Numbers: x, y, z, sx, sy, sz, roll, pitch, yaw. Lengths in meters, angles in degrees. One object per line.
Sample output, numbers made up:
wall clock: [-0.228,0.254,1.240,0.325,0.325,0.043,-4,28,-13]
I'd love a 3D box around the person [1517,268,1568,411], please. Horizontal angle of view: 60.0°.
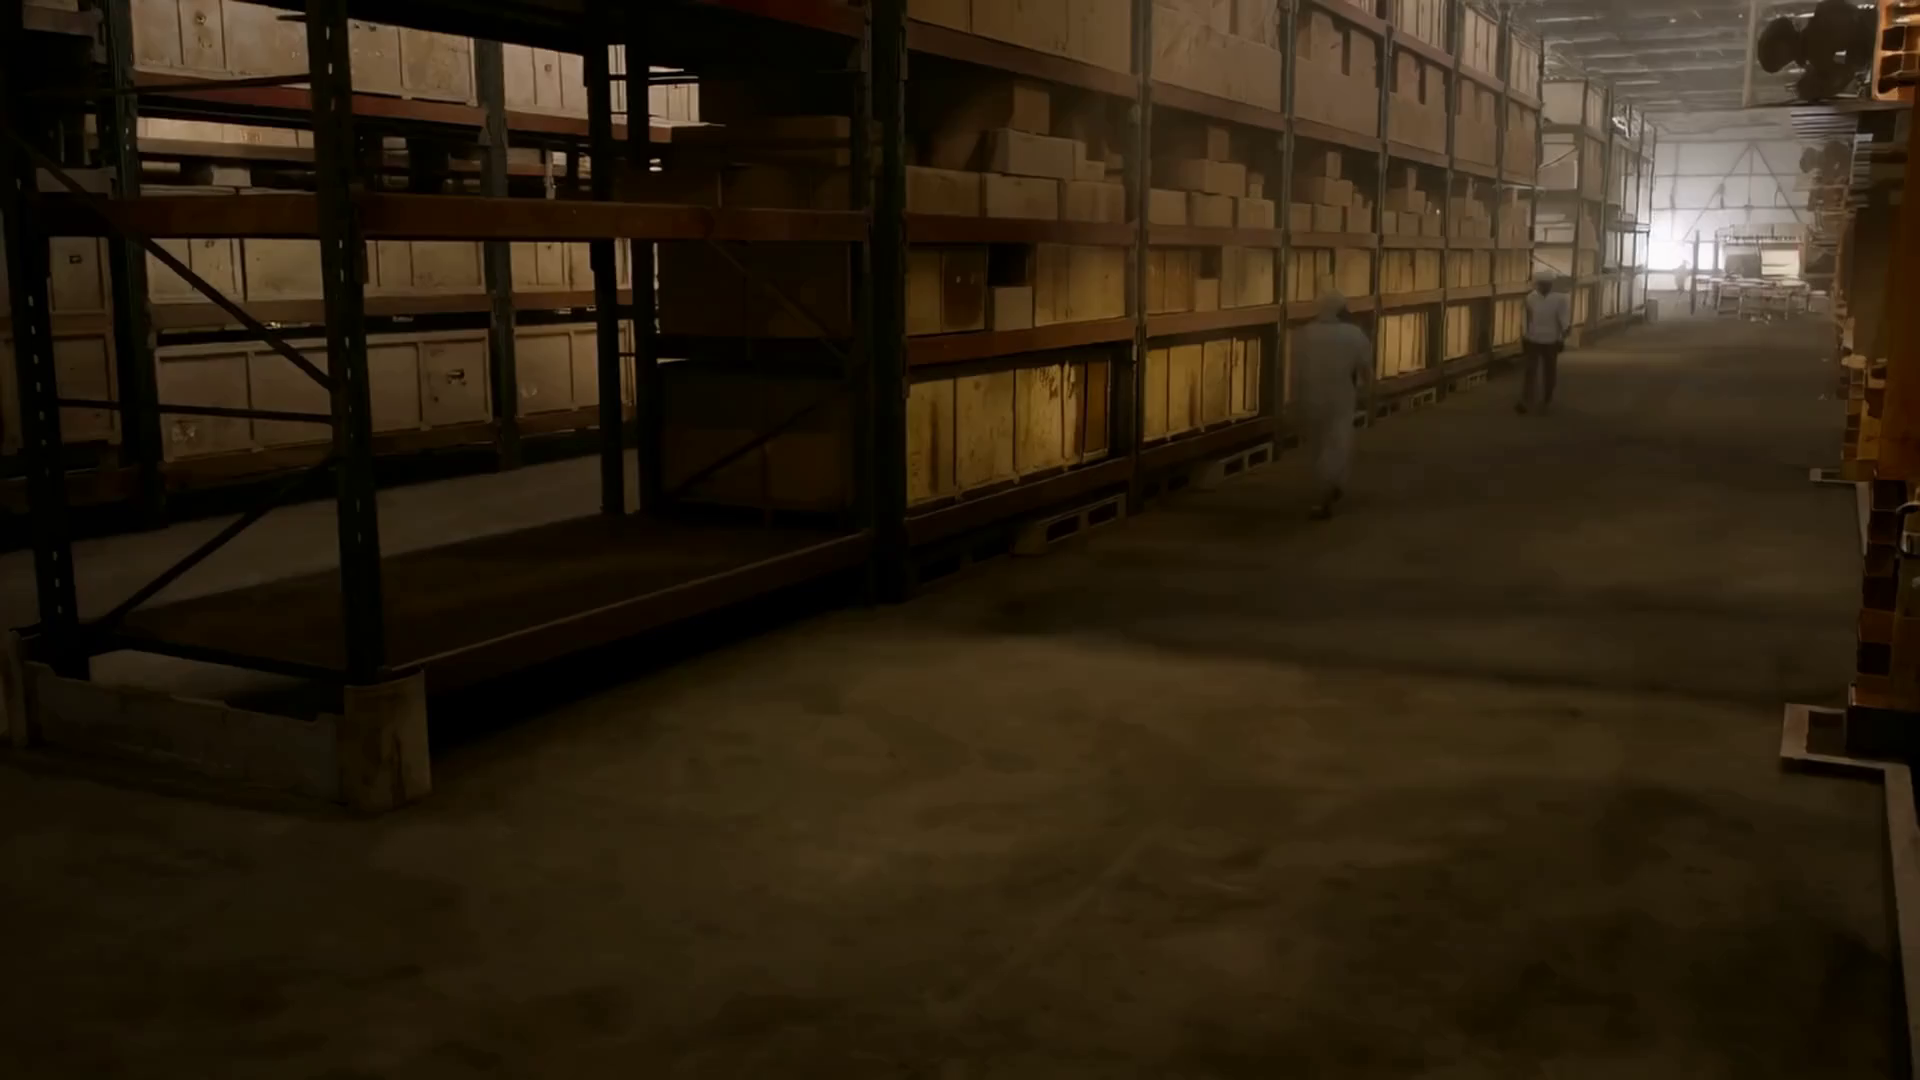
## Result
person: [7.998,-2.734,22.825,0.630,1.955,0.908,6,11,31]

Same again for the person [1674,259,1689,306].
person: [29.394,-10.479,67.772,0.367,1.931,0.630,-4,11,-23]

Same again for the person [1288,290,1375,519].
person: [3.116,-1.136,13.873,0.644,1.859,0.978,6,12,33]

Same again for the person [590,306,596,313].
person: [-5.306,-2.997,25.025,0.510,1.720,0.595,6,11,31]
